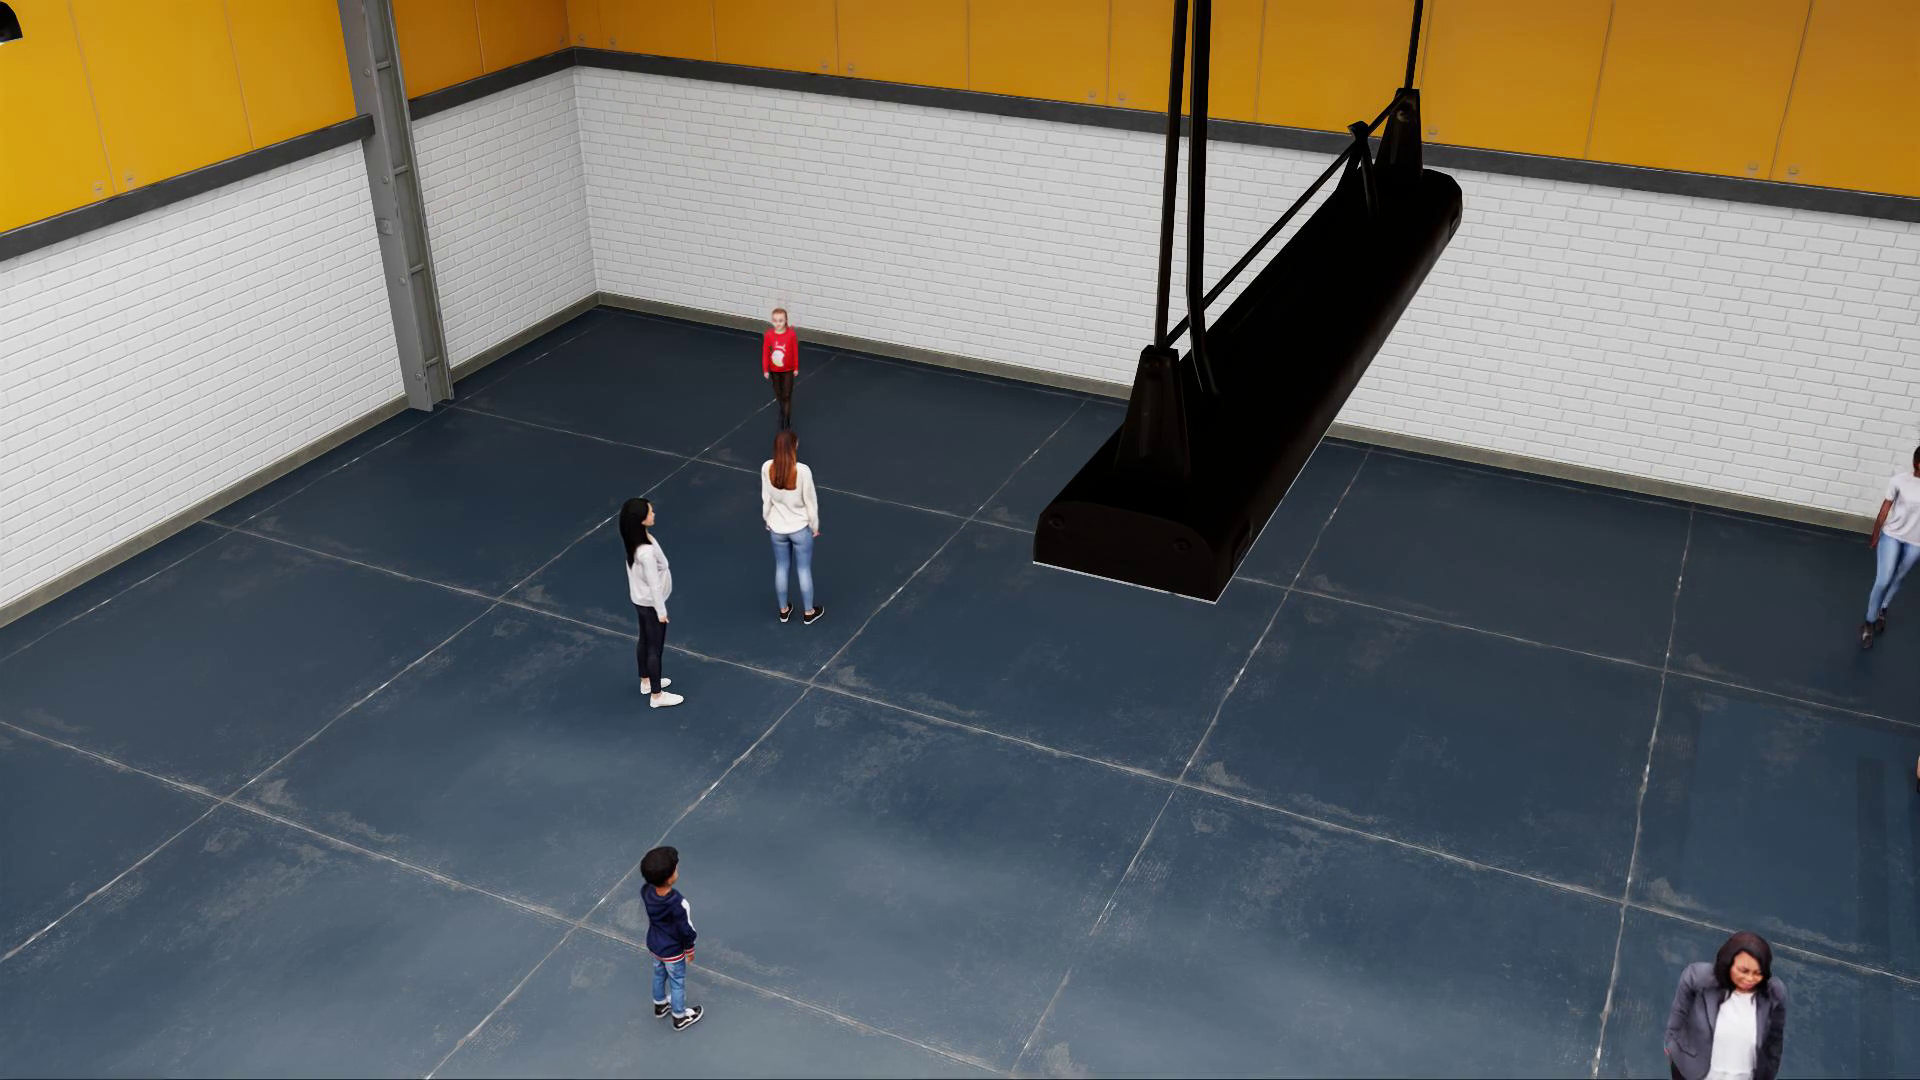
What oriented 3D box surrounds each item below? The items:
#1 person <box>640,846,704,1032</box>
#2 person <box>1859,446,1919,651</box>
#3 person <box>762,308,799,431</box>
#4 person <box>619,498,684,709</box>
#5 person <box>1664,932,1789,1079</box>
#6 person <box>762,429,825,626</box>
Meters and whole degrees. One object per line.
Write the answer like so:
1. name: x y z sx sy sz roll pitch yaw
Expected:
1. person: -1.671 2.262 9.477 0.553 1.222 0.532 21 35 33
2. person: 7.461 -0.022 13.166 0.638 1.699 0.901 9 30 16
3. person: -1.796 -1.737 16.776 0.760 1.253 0.985 0 29 -1
4. person: -2.309 0.443 12.312 0.745 1.700 0.713 -15 32 -25
5. person: 3.848 2.608 8.484 0.852 1.566 1.063 3 29 6
6. person: -1.350 -0.105 13.326 0.637 1.691 0.583 9 30 16
